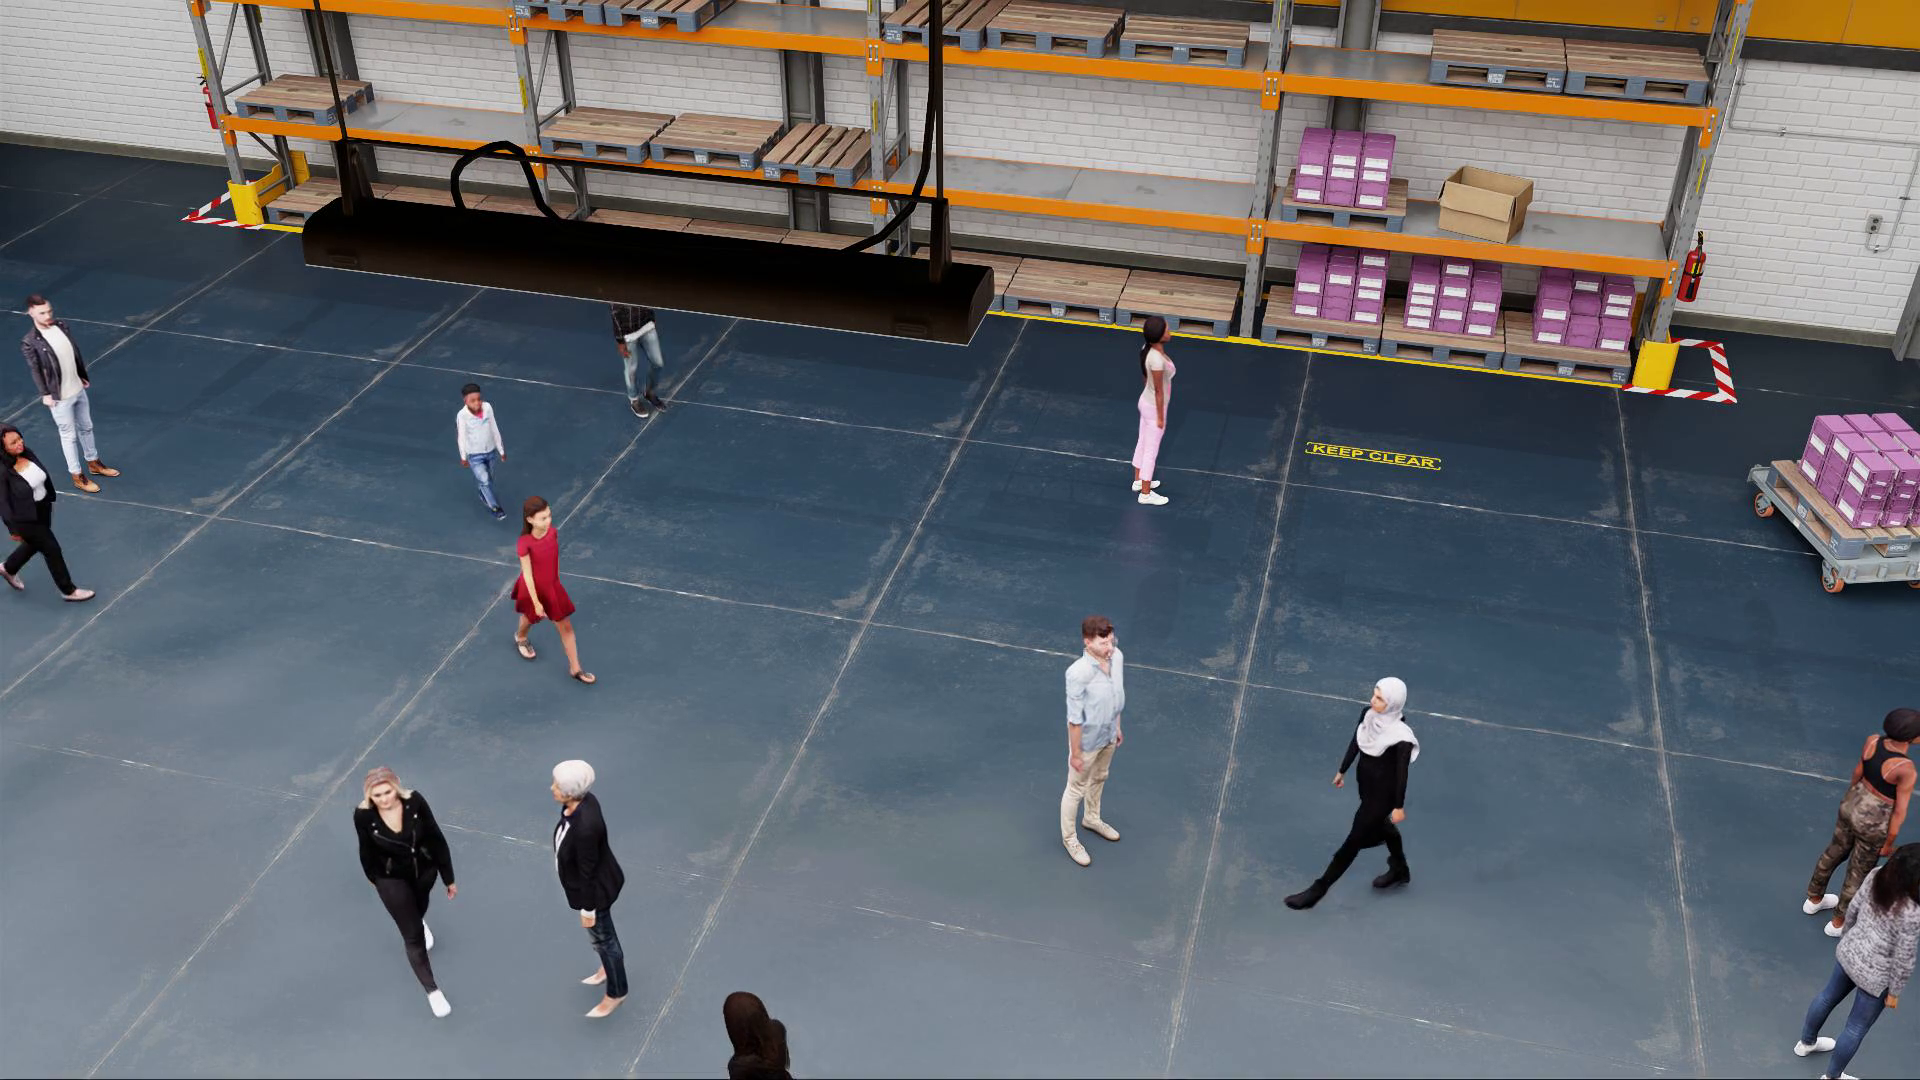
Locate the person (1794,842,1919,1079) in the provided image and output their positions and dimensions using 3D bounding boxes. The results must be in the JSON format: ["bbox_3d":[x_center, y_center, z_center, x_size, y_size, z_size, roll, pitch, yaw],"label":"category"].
[{"bbox_3d":[5.018,2.324,9.181,0.659,1.731,0.689,-4,34,-7],"label":"person"}]

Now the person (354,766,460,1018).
[{"bbox_3d":[-3.288,1.926,9.866,1.090,1.636,1.186,-20,39,-27],"label":"person"}]

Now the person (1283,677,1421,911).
[{"bbox_3d":[2.655,1.566,10.325,1.237,1.726,1.048,-11,35,-16],"label":"person"}]

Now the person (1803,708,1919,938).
[{"bbox_3d":[5.536,1.701,10.146,0.666,1.699,0.654,-6,34,-9],"label":"person"}]

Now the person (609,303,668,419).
[{"bbox_3d":[-3.124,-2.016,15.644,0.803,1.805,0.840,-25,41,-33],"label":"person"}]

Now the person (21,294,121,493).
[{"bbox_3d":[-7.839,-1.311,14.556,0.529,1.835,0.649,9,35,13],"label":"person"}]

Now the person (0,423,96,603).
[{"bbox_3d":[-7.413,-0.194,13.093,1.100,1.594,0.836,-1,34,-1],"label":"person"}]

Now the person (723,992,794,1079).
[{"bbox_3d":[-0.898,2.914,8.389,0.920,1.625,0.754,22,39,29],"label":"person"}]

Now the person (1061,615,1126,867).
[{"bbox_3d":[0.854,1.243,10.701,0.726,1.848,0.733,28,43,35],"label":"person"}]

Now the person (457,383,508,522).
[{"bbox_3d":[-4.147,-0.802,14.337,0.799,1.228,0.924,-24,41,-32],"label":"person"}]

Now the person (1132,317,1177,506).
[{"bbox_3d":[1.664,-1.136,14.377,0.637,1.741,0.645,-4,34,-7],"label":"person"}]

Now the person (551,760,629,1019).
[{"bbox_3d":[-2.125,1.996,9.489,0.772,1.779,0.835,-10,35,-15],"label":"person"}]

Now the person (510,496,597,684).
[{"bbox_3d":[-3.165,0.332,12.372,1.146,1.516,0.864,27,42,34],"label":"person"}]
